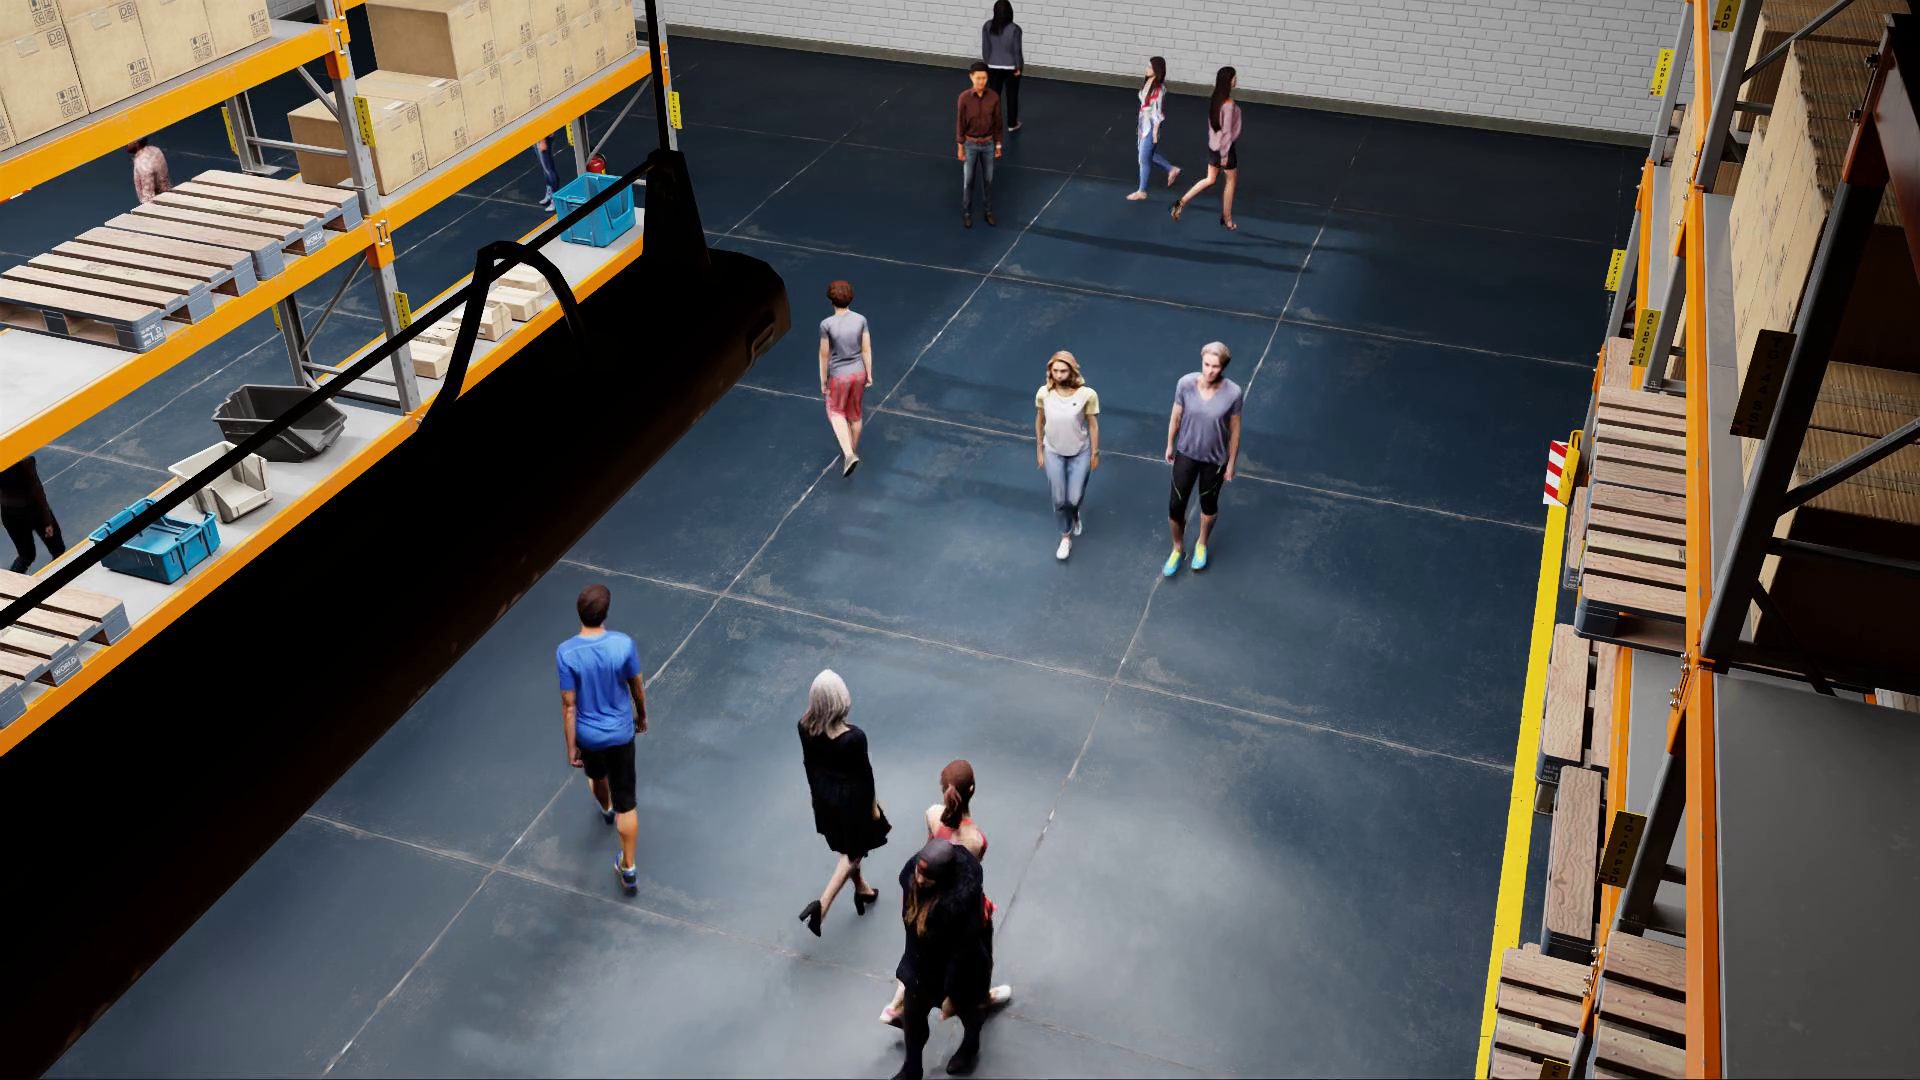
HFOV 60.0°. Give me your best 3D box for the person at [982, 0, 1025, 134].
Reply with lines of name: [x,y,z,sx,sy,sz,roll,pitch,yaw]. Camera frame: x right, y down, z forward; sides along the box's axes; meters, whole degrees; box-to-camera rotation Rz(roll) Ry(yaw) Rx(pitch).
person: [0.527,-5.752,20.146,0.656,1.597,0.631,12,35,17]

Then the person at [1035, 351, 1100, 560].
person: [0.799,-0.677,12.410,0.690,1.708,0.743,6,34,9]

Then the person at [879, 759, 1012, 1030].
person: [-0.085,1.884,8.540,0.825,1.728,1.071,29,43,36]

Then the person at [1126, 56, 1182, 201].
person: [2.170,-4.539,18.316,0.923,1.602,0.925,-8,34,-11]

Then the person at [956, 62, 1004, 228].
person: [0.196,-4.198,17.645,0.719,1.778,0.700,-5,34,-8]

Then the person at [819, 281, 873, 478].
person: [-0.887,-1.258,13.353,0.902,1.633,1.005,-10,35,-15]

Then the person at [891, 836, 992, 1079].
person: [-0.010,2.073,8.325,0.852,1.652,0.959,27,42,34]

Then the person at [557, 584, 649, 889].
person: [-2.031,1.183,9.513,1.013,1.818,1.201,-10,35,-15]

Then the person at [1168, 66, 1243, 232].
person: [2.644,-4.048,17.407,1.036,1.791,1.072,-7,34,-11]

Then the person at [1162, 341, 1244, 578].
person: [1.792,-0.641,12.208,0.697,1.873,0.726,10,35,15]

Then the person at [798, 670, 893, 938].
person: [-0.691,1.495,9.127,0.722,1.725,0.946,19,38,27]
